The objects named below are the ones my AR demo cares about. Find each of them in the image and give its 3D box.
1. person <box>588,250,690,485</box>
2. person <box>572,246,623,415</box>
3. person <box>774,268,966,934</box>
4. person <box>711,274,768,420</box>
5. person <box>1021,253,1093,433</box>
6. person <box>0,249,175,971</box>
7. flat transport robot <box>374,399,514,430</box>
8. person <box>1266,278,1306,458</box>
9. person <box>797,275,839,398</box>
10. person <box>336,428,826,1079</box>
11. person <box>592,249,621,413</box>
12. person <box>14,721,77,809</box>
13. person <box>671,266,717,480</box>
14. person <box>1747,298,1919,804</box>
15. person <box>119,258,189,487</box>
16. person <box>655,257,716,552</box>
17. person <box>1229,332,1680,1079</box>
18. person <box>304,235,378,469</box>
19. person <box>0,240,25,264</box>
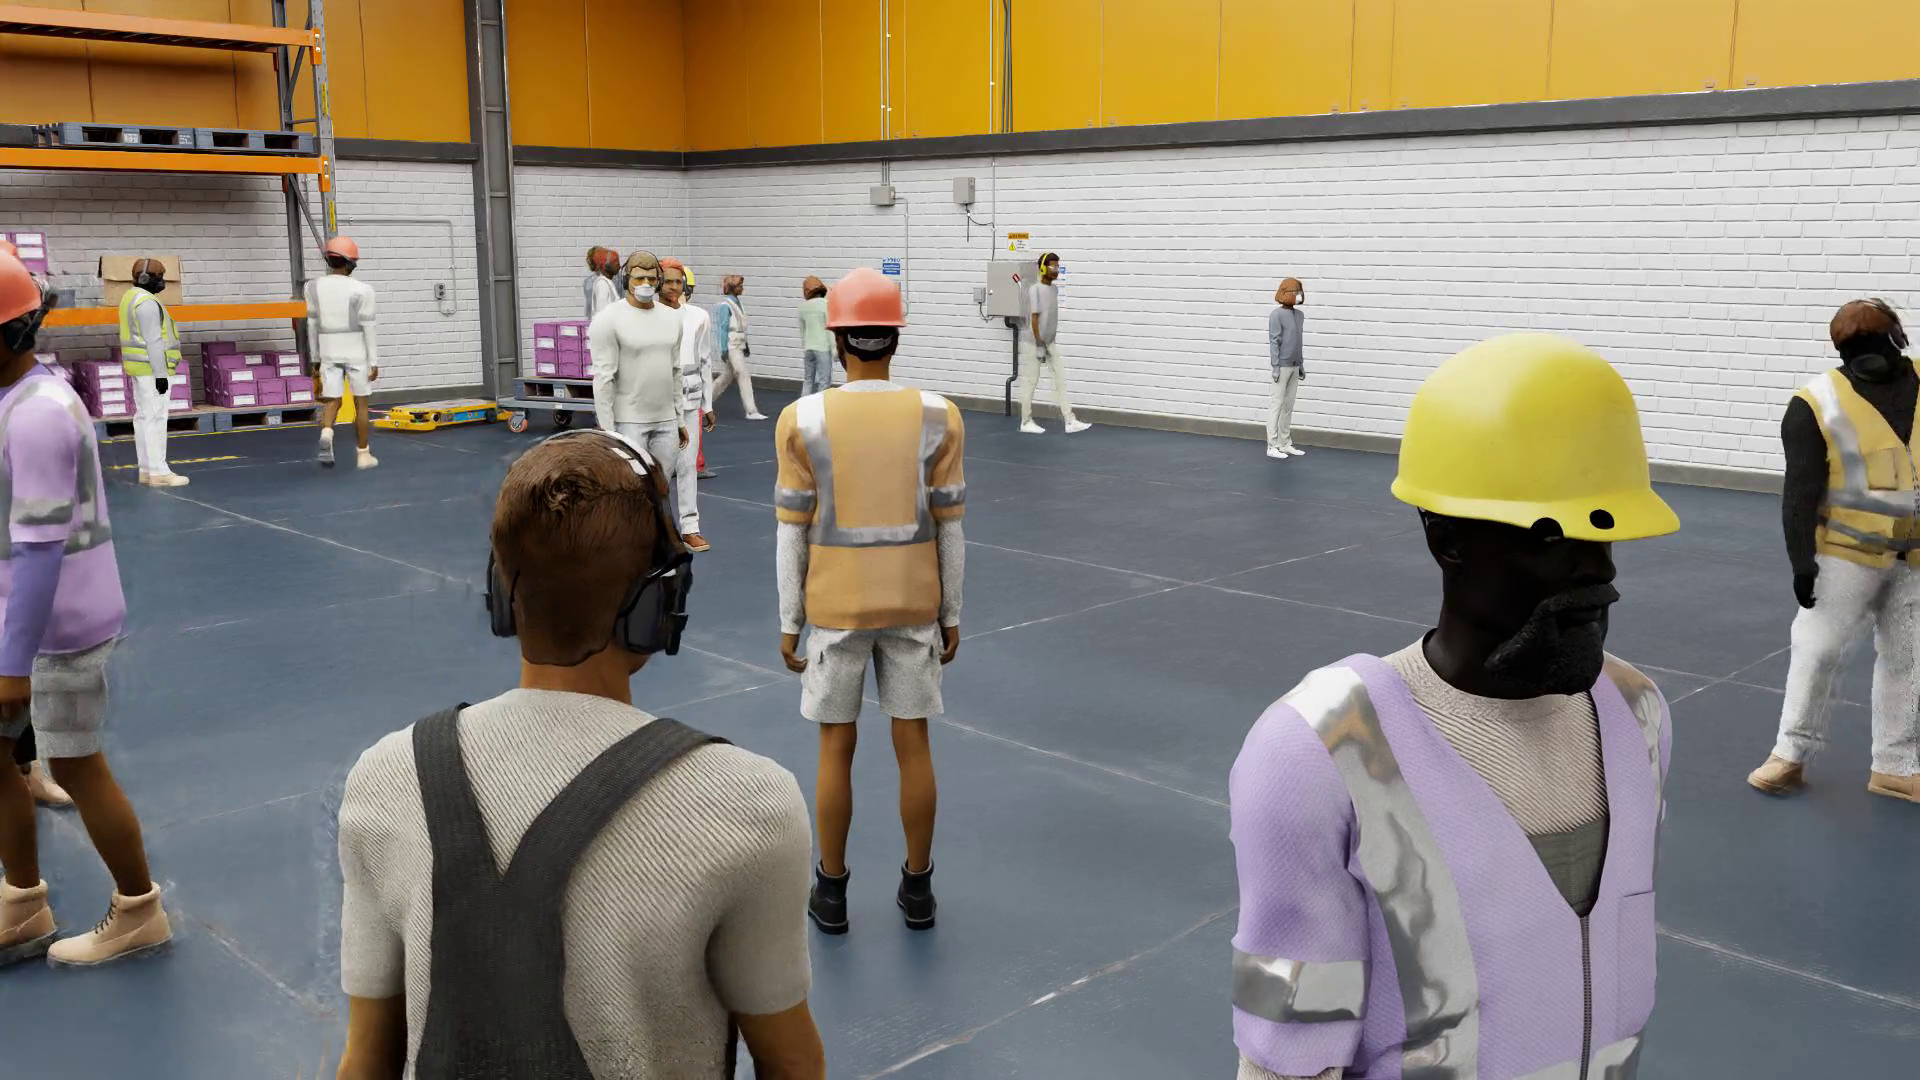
[{"bbox_3d":[-1.793,-0.654,9.396,0.353,1.936,0.633,8,13,38],"label":"person"},{"bbox_3d":[-3.980,-2.331,18.601,0.861,1.911,0.635,6,12,30],"label":"person"},{"bbox_3d":[-0.262,0.186,4.839,0.548,1.930,0.382,-2,11,-9],"label":"person"},{"bbox_3d":[-2.541,-2.123,18.309,0.815,1.605,0.524,2,11,8],"label":"person"},{"bbox_3d":[0.961,-1.975,16.861,0.887,1.832,0.560,8,13,36],"label":"person"},{"bbox_3d":[-2.496,0.227,4.408,0.667,1.999,0.667,-7,13,-34],"label":"person"},{"bbox_3d":[-5.467,-1.350,17.736,0.652,0.197,1.431,5,12,27],"label":"flat transport robot"},{"bbox_3d":[2.997,-1.572,15.222,0.284,1.636,0.500,9,14,41],"label":"person"},{"bbox_3d":[-1.455,-1.940,17.320,0.594,1.612,0.311,9,14,40],"label":"person"},{"bbox_3d":[-0.371,0.778,1.905,0.504,1.814,0.778,3,11,18],"label":"person"},{"bbox_3d":[-3.900,-2.251,18.279,0.563,1.869,0.594,-1,10,-4],"label":"person"},{"bbox_3d":[-3.275,0.155,5.636,0.321,1.690,0.576,3,11,15],"label":"person"},{"bbox_3d":[-2.289,-1.380,13.819,0.524,1.769,0.309,4,11,23],"label":"person"},{"bbox_3d":[3.245,0.053,5.907,0.698,1.808,0.431,0,10,2],"label":"person"},{"bbox_3d":[-6.544,-1.356,13.494,0.429,1.837,0.633,-8,13,-38],"label":"person"},{"bbox_3d":[-1.838,-0.846,10.587,0.582,1.884,0.351,-6,12,-30],"label":"person"},{"bbox_3d":[0.545,0.744,1.797,0.587,1.927,0.363,-7,12,-32],"label":"person"},{"bbox_3d":[-5.282,-1.579,14.209,0.631,2.023,0.711,0,10,1],"label":"person"},{"bbox_3d":[-7.823,-1.456,13.651,0.622,1.981,0.664,7,13,35],"label":"person"}]
